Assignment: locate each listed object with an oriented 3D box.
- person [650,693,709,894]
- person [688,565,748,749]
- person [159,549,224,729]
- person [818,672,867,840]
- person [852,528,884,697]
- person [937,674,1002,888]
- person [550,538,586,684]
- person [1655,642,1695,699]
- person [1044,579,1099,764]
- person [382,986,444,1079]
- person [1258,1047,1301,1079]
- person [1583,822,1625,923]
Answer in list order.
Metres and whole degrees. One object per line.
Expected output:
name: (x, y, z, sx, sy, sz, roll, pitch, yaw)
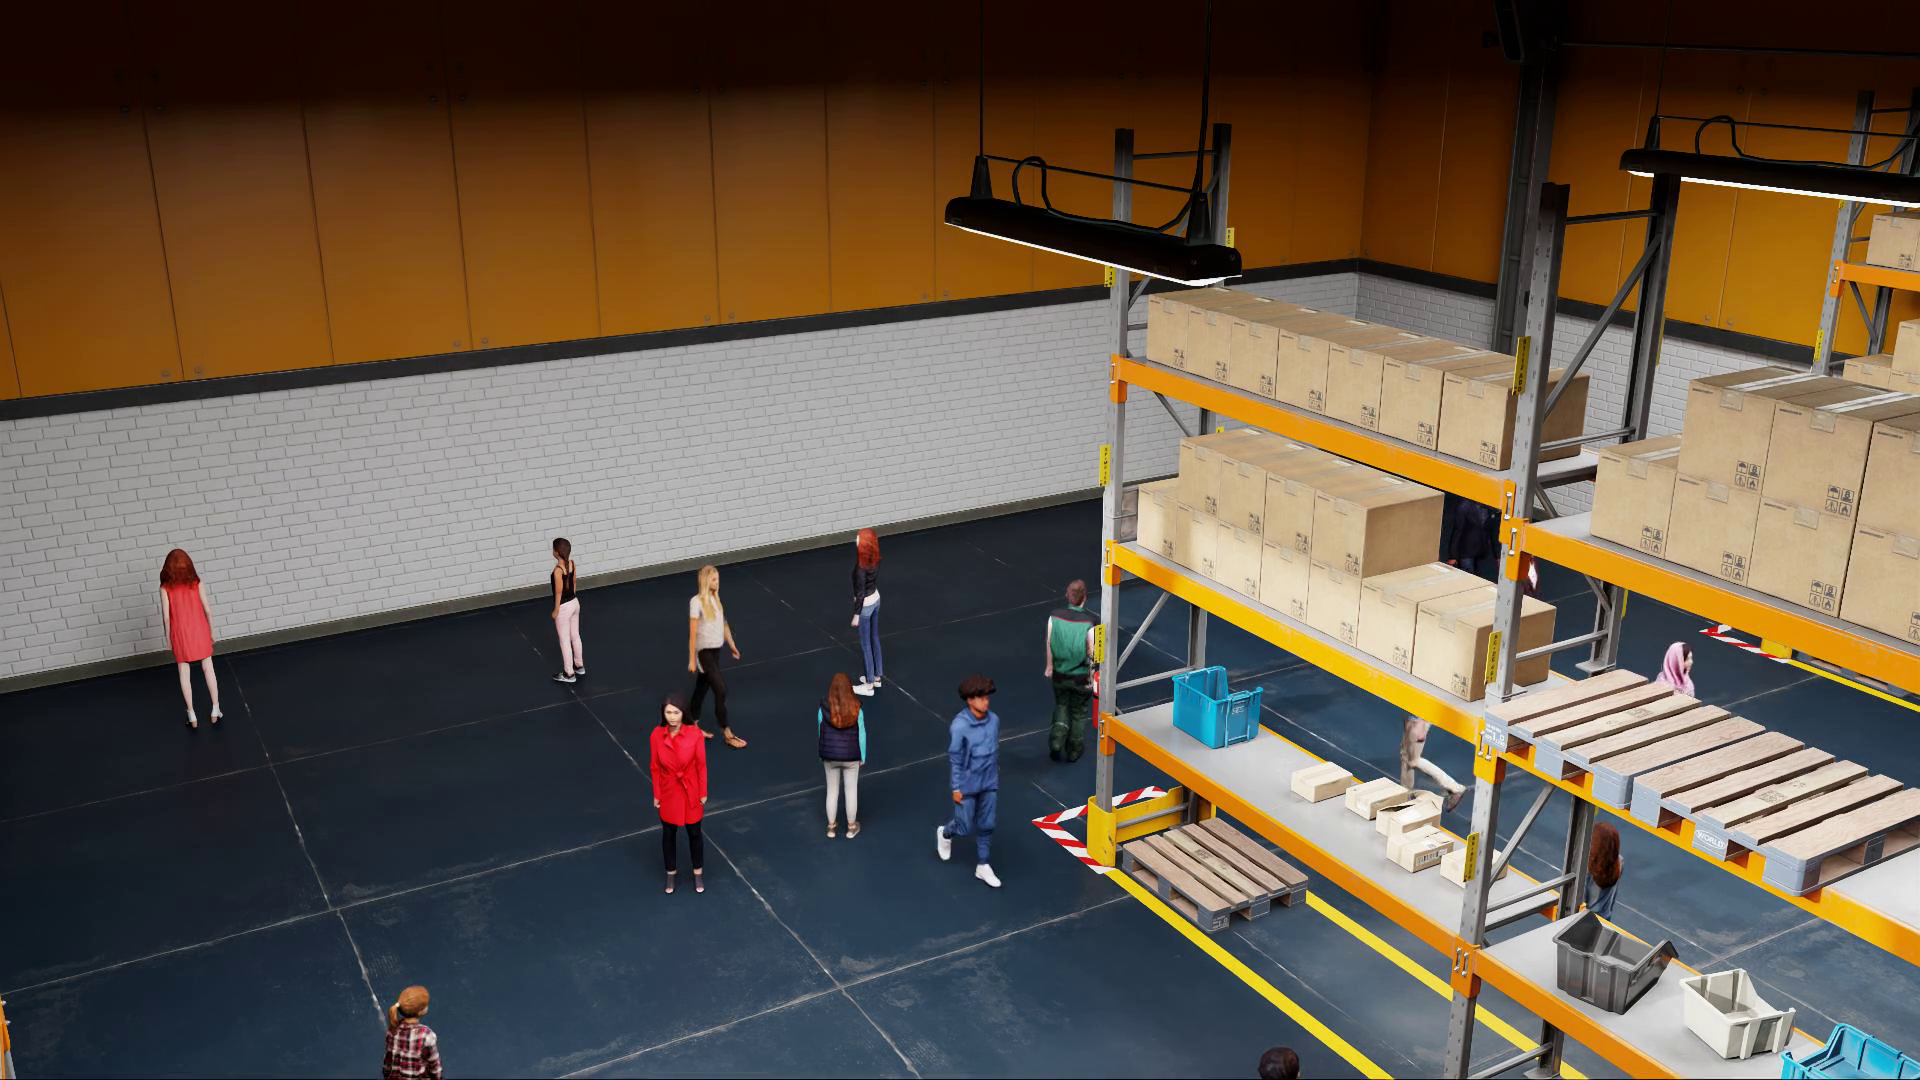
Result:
person: (-2.240, 2.022, 13.298, 0.720, 1.746, 0.756, 0, 19, -1)
person: (-2.519, 1.095, 15.969, 1.027, 1.799, 0.964, 5, 19, 15)
person: (-7.564, 0.955, 16.340, 0.595, 1.828, 0.487, -10, 21, -28)
person: (-1.017, 1.838, 14.234, 0.678, 1.498, 0.725, 2, 19, 5)
person: (-0.955, 0.719, 17.104, 0.716, 1.787, 0.671, 7, 20, 21)
person: (0.066, 1.922, 13.514, 0.721, 1.797, 0.933, -13, 23, -34)
person: (-4.135, 0.714, 17.465, 0.665, 1.565, 0.617, 7, 20, 20)
person: (6.143, 1.649, 14.592, 0.714, 1.626, 0.738, -17, 25, -41)
person: (1.015, 1.254, 15.438, 0.914, 1.836, 0.950, 9, 20, 24)
person: (-3.361, 3.350, 10.093, 0.919, 1.274, 0.909, 8, 20, 22)
person: (1.737, 3.497, 9.168, 0.659, 1.587, 0.424, -12, 22, -31)
person: (4.489, 2.667, 11.803, 0.561, 1.477, 0.505, -9, 21, -26)
